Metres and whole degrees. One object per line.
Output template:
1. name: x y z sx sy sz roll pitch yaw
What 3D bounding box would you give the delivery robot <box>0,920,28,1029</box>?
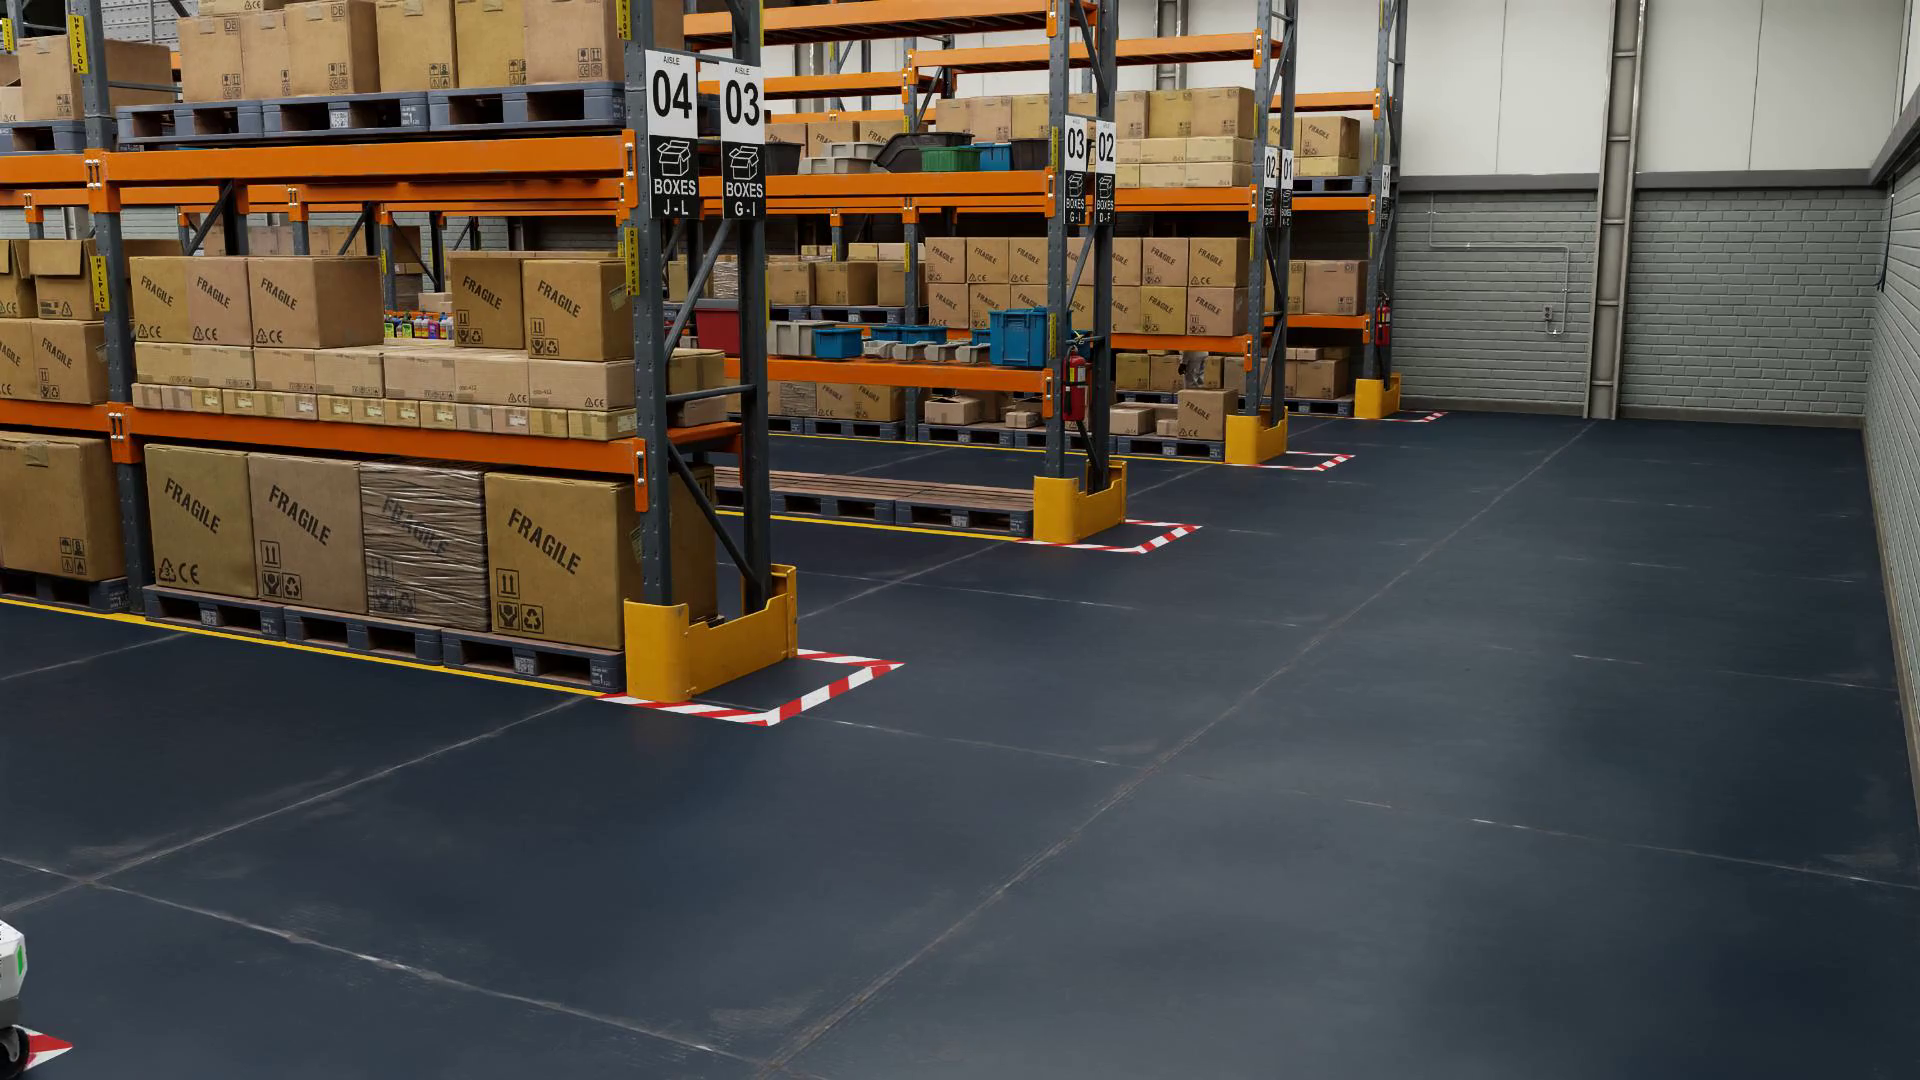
1. delivery robot: -2.918 1.226 4.459 0.477 0.478 0.707 9 14 39

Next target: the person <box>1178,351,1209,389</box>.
1. person: 2.679 -2.092 19.186 0.355 1.883 0.574 5 12 27
